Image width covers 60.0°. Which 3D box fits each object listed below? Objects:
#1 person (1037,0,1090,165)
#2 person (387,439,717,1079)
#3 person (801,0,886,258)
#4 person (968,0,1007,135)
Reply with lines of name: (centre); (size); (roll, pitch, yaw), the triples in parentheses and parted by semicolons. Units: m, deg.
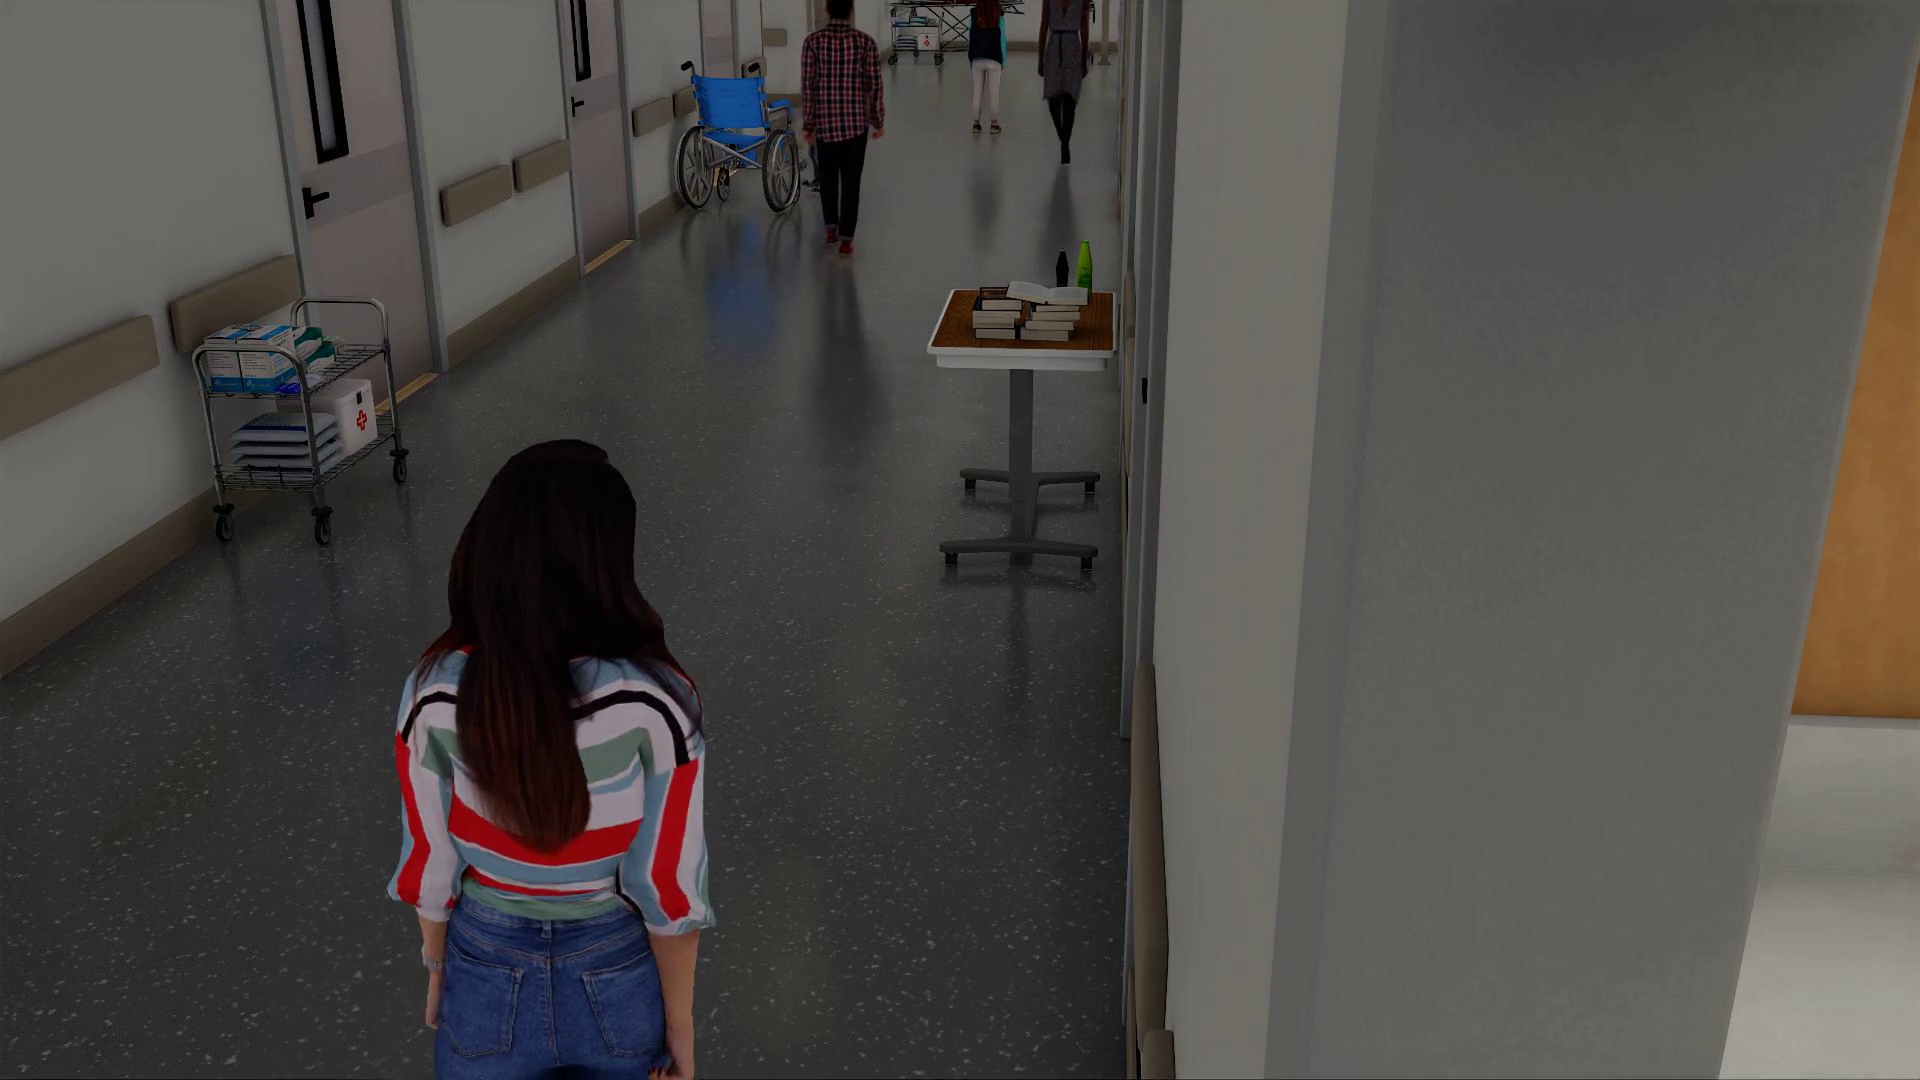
person: (0.968, -4.411, 15.443); (0.609, 1.763, 1.020); (1, 21, 4)
person: (-0.550, 0.679, 2.263); (0.733, 1.579, 1.112); (-2, 21, -6)
person: (-0.798, -2.763, 11.114); (0.734, 1.746, 0.795); (0, 21, 1)
person: (0.279, -5.074, 17.566); (0.609, 1.498, 0.623); (6, 22, 16)
